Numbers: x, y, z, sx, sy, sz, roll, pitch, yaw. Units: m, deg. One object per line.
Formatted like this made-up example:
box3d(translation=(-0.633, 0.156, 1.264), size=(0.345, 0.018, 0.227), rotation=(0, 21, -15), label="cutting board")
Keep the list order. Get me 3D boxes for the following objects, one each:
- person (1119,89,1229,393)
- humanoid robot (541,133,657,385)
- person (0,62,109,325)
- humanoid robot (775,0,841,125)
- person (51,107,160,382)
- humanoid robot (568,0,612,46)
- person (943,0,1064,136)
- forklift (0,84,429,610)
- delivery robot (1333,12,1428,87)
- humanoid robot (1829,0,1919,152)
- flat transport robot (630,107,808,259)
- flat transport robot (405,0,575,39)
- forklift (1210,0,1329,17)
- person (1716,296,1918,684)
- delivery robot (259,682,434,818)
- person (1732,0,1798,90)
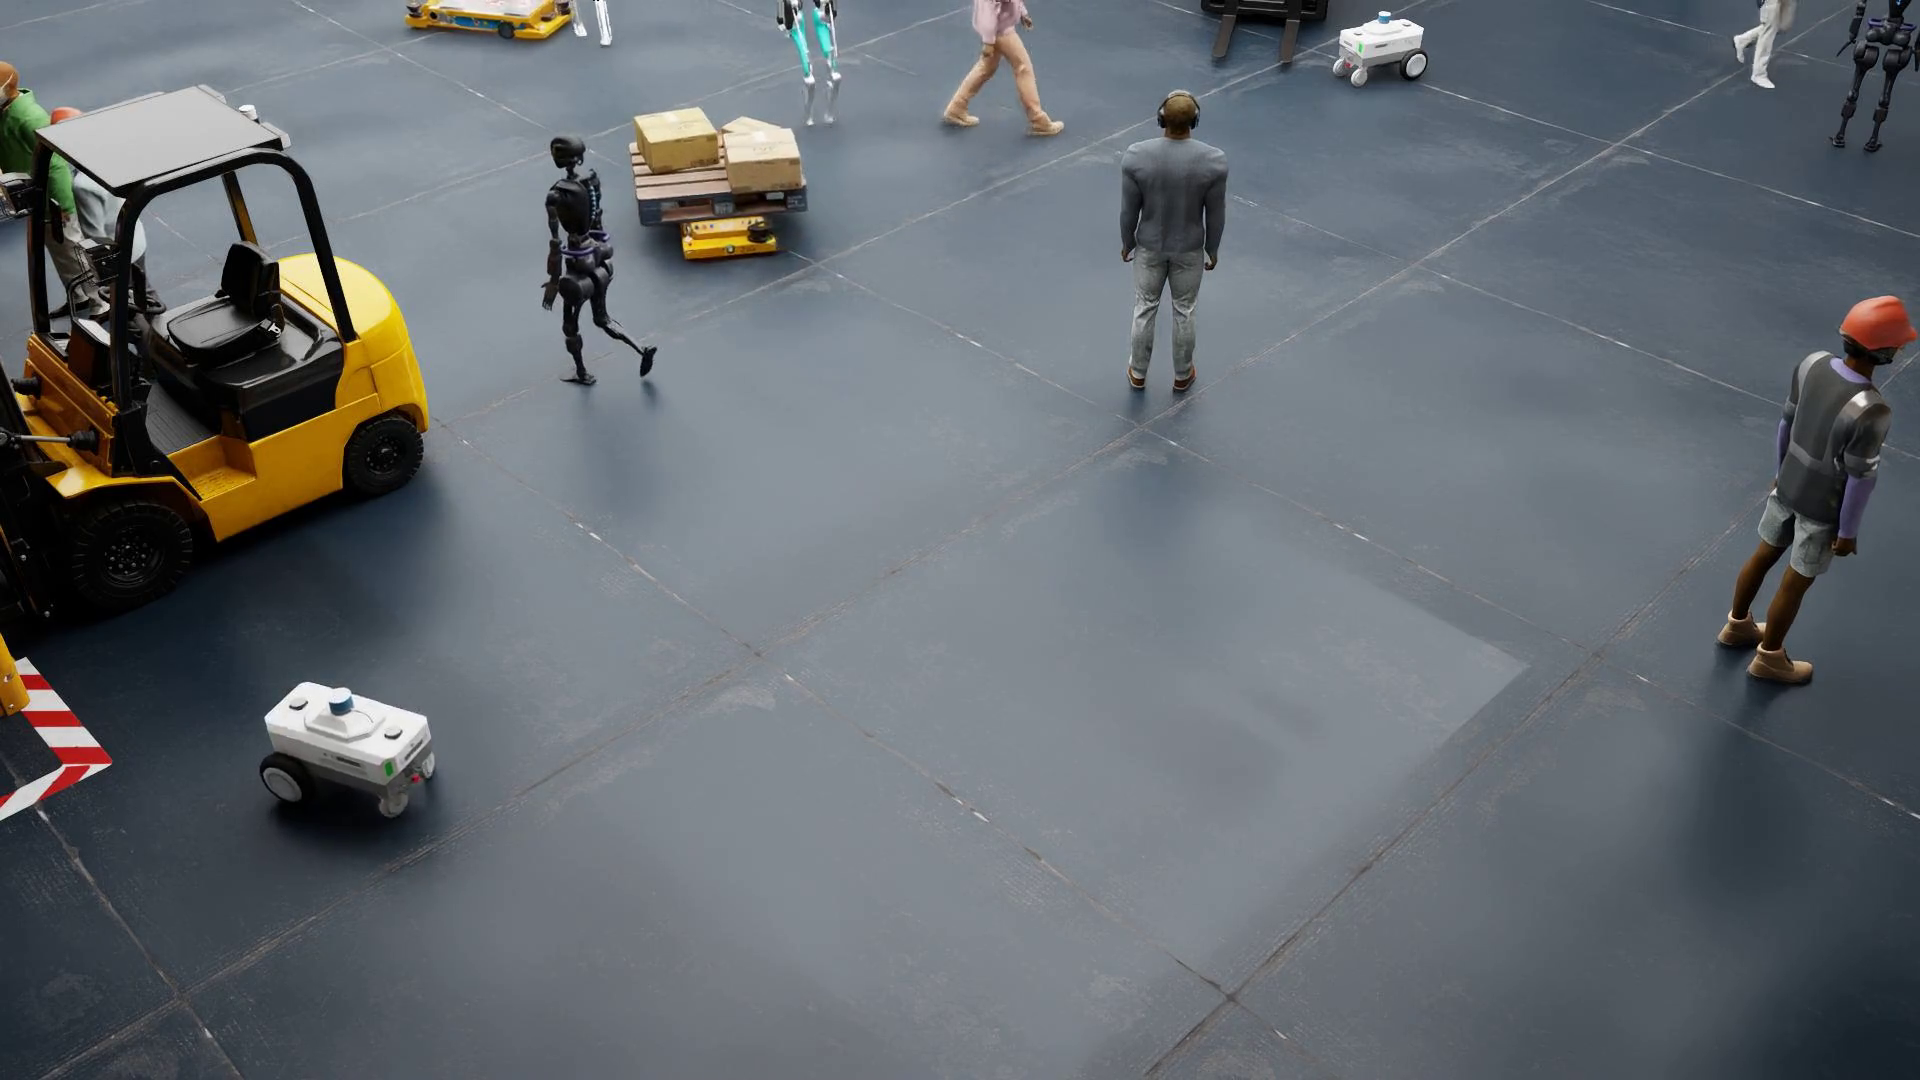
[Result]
box3d(translation=(1.255, -1.766, 9.968), size=(0.629, 1.940, 0.373), rotation=(5, 37, 7), label="person")
box3d(translation=(-2.249, -1.647, 10.045), size=(0.627, 1.637, 0.606), rotation=(13, 39, 17), label="humanoid robot")
box3d(translation=(-5.885, -2.205, 10.684), size=(0.550, 1.783, 0.384), rotation=(25, 44, 30), label="person")
box3d(translation=(-1.176, -4.162, 13.363), size=(0.531, 1.808, 0.672), rotation=(-16, 40, -20), label="humanoid robot")
box3d(translation=(-5.183, -1.805, 10.183), size=(0.351, 1.737, 0.575), rotation=(-2, 37, -2), label="person")
box3d(translation=(-3.425, -5.392, 15.000), size=(0.552, 1.775, 0.856), rotation=(-12, 38, -16), label="humanoid robot")
box3d(translation=(0.337, -4.087, 13.257), size=(0.962, 1.713, 0.495), rotation=(-2, 37, -2), label="person")
box3d(translation=(-4.145, -1.093, 8.856), size=(2.313, 2.155, 1.214), rotation=(-31, 47, -34), label="forklift")
box3d(translation=(3.660, -4.303, 14.511), size=(0.765, 0.585, 0.499), rotation=(-16, 40, -20), label="delivery robot")
box3d(translation=(7.237, -3.896, 13.023), size=(0.599, 1.657, 0.315), rotation=(17, 40, 22), label="humanoid robot")
box3d(translation=(-1.780, -2.502, 12.346), size=(0.659, 0.231, 1.431), rotation=(-7, 37, -9), label="flat transport robot")
box3d(translation=(-4.416, -4.963, 15.640), size=(1.431, 0.231, 0.659), rotation=(9, 38, 12), label="flat transport robot")
box3d(translation=(3.106, -6.400, 15.960), size=(1.214, 2.155, 2.313), rotation=(8, 37, 10), label="forklift")
box3d(translation=(4.029, -0.222, 7.811), size=(0.365, 2.048, 0.607), rotation=(-7, 37, -9), label="person")
box3d(translation=(-2.757, 0.909, 7.533), size=(0.752, 0.585, 0.523), rotation=(13, 39, 17), label="delivery robot")
box3d(translation=(6.953, -4.711, 14.166), size=(0.524, 1.619, 0.544), rotation=(-17, 40, -22), label="person")
